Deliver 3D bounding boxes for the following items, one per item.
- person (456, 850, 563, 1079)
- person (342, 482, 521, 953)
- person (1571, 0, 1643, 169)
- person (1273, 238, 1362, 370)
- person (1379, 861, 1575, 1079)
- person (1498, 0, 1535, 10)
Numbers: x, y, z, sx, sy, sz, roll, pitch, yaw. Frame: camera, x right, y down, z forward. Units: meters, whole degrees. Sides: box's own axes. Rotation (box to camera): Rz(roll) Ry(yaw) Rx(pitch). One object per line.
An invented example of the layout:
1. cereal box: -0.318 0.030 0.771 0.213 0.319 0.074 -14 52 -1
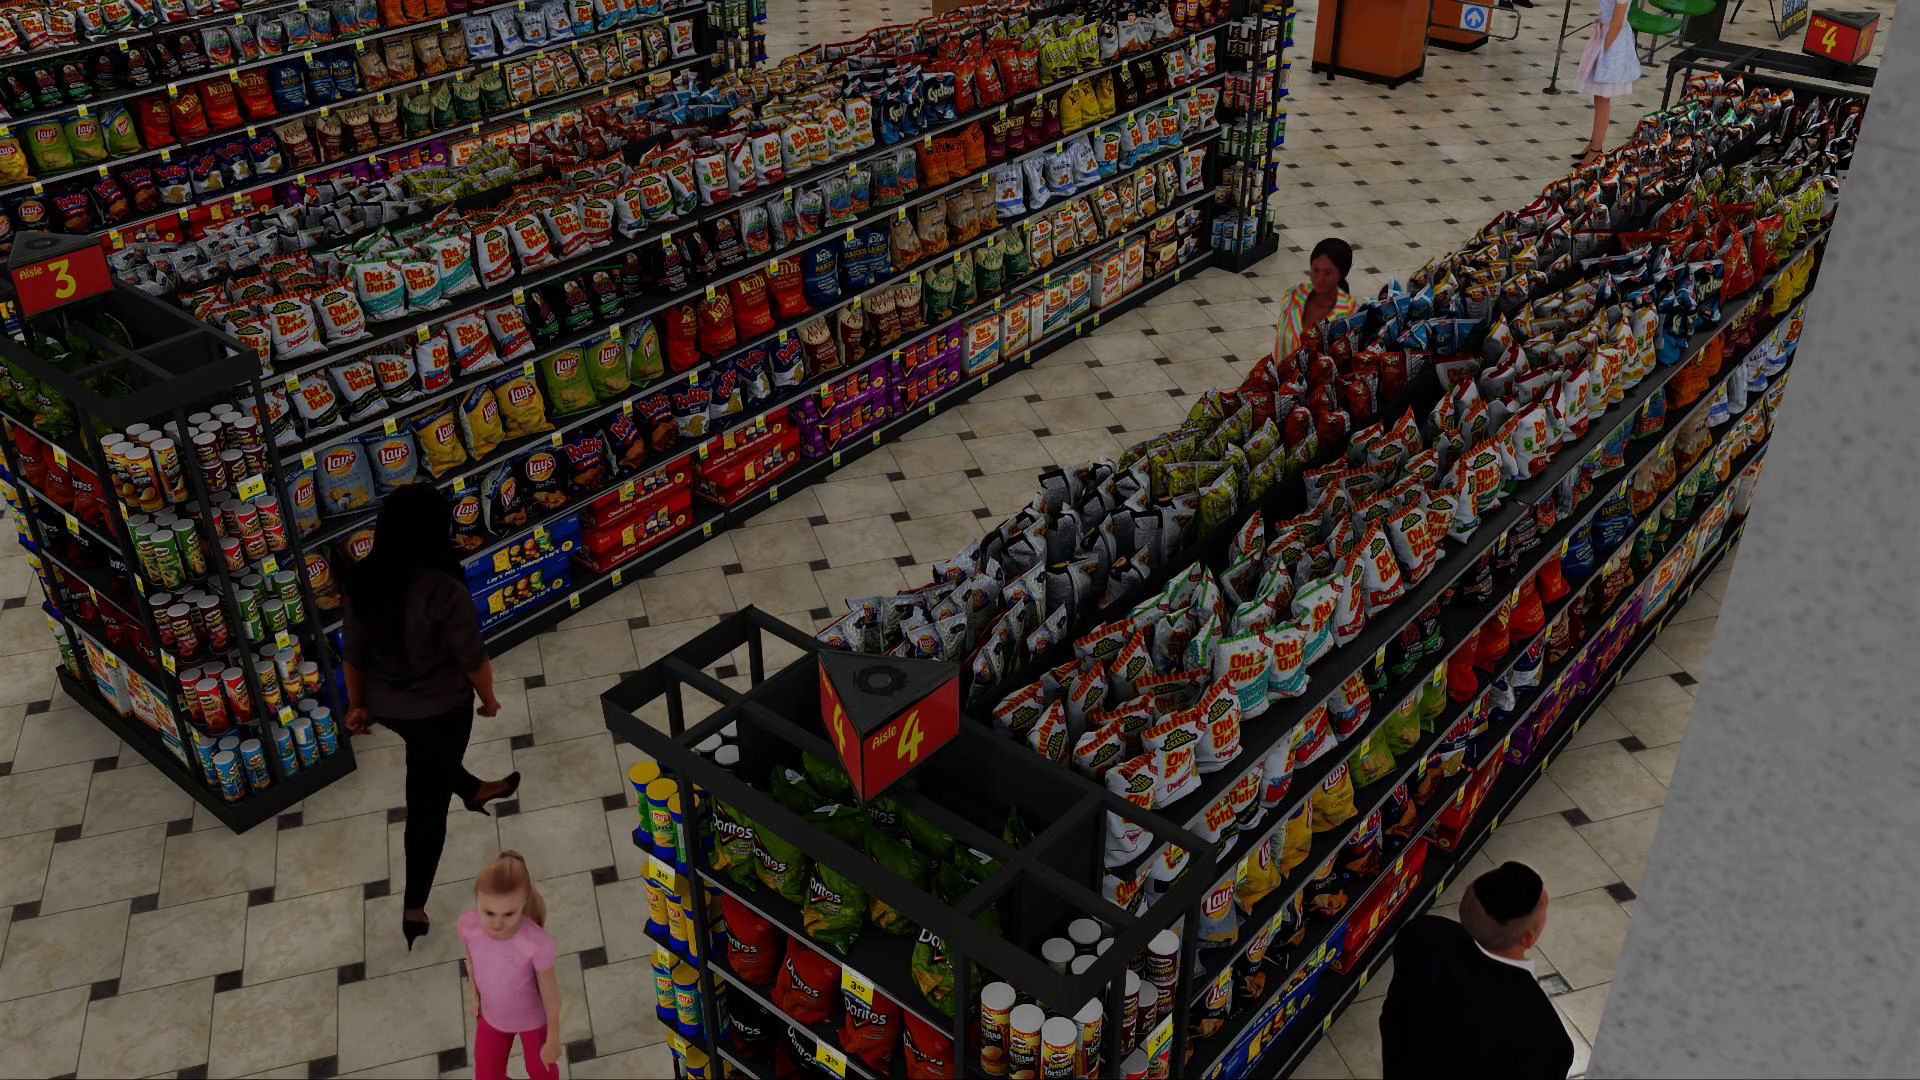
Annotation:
1. person: -1.362 1.436 5.241 0.593 1.260 0.619 10 33 15
2. person: -1.966 0.695 5.939 0.967 1.782 1.242 7 33 12
3. person: 5.169 -3.873 13.245 0.865 1.818 0.781 11 33 17
4. person: 1.715 -0.656 8.116 0.632 1.775 0.952 20 37 29
5. person: 1.305 1.556 4.398 0.698 1.949 0.766 -20 37 -29
6. person: 6.033 -6.581 17.598 0.670 1.819 0.805 -11 34 -17
